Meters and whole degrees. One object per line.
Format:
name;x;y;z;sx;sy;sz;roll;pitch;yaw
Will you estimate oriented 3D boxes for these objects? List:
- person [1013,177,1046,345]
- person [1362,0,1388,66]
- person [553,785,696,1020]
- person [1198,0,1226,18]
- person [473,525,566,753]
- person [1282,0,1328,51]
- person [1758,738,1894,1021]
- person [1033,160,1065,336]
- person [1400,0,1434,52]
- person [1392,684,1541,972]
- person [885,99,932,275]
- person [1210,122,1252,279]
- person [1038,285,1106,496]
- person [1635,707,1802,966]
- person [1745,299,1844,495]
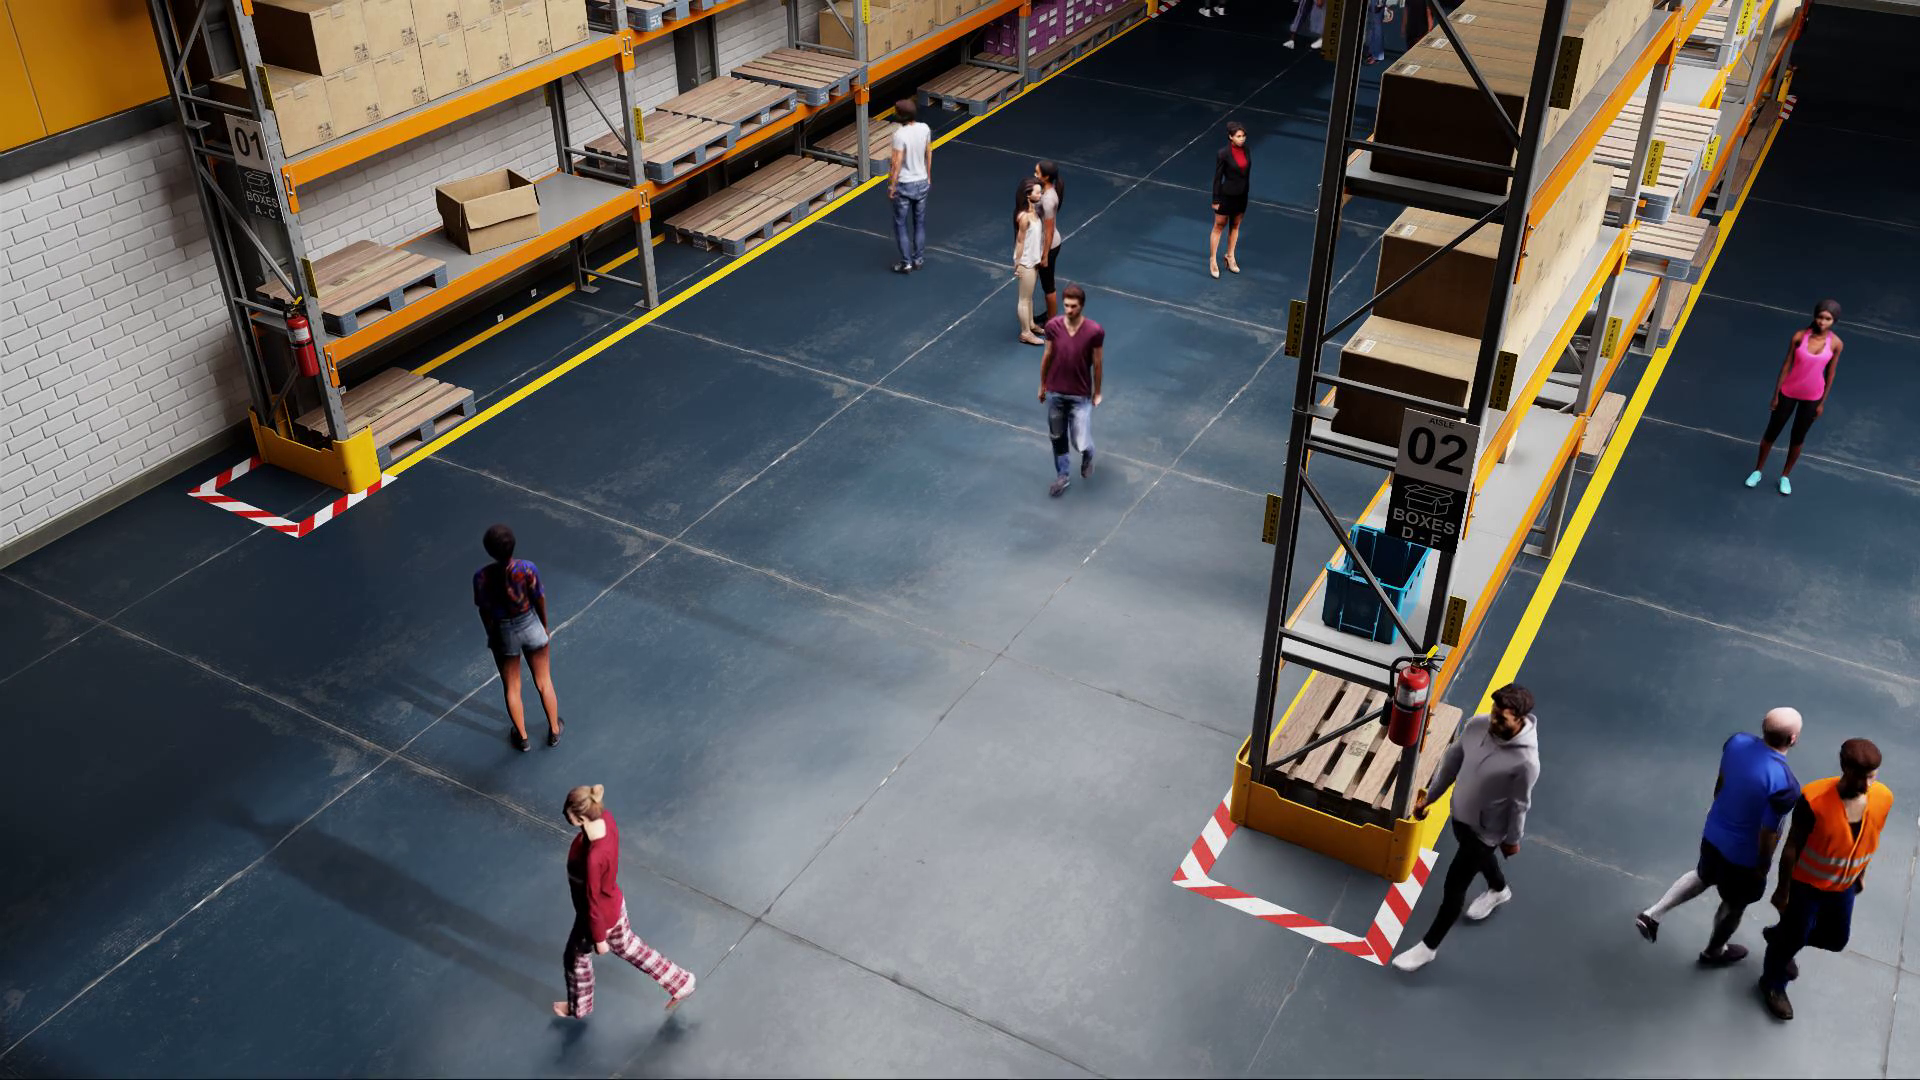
person;0.633;-2.683;15.906;0.674;1.653;0.610;-6;34;-9
person;5.814;-7.508;23.036;0.772;1.794;0.629;3;34;5
person;-1.848;1.971;8.890;1.003;1.669;1.081;1;34;2
person;3.860;-8.801;25.014;0.690;1.761;0.781;-14;36;-20
person;-2.879;0.631;10.832;0.653;1.750;0.721;-10;35;-14
person;5.126;-7.741;23.514;1.128;1.654;0.908;-19;38;-26
person;4.619;1.767;9.014;0.884;1.871;0.935;-4;34;-6
person;0.845;-2.827;16.038;0.749;1.746;0.628;1;34;1
person;6.064;-6.759;21.944;1.030;1.757;0.992;-12;35;-17
person;2.990;1.527;9.362;1.309;1.886;1.120;-16;37;-22
person;-0.512;-3.676;17.216;0.668;1.856;0.816;-12;36;-18
person;2.798;-3.513;17.167;0.695;1.640;0.763;-17;37;-23
person;0.923;-1.262;13.599;0.703;1.840;0.779;13;36;19
person;4.223;1.670;9.201;1.055;1.825;0.995;-8;34;-12
person;6.865;-1.183;13.586;0.557;1.722;0.544;16;37;23
